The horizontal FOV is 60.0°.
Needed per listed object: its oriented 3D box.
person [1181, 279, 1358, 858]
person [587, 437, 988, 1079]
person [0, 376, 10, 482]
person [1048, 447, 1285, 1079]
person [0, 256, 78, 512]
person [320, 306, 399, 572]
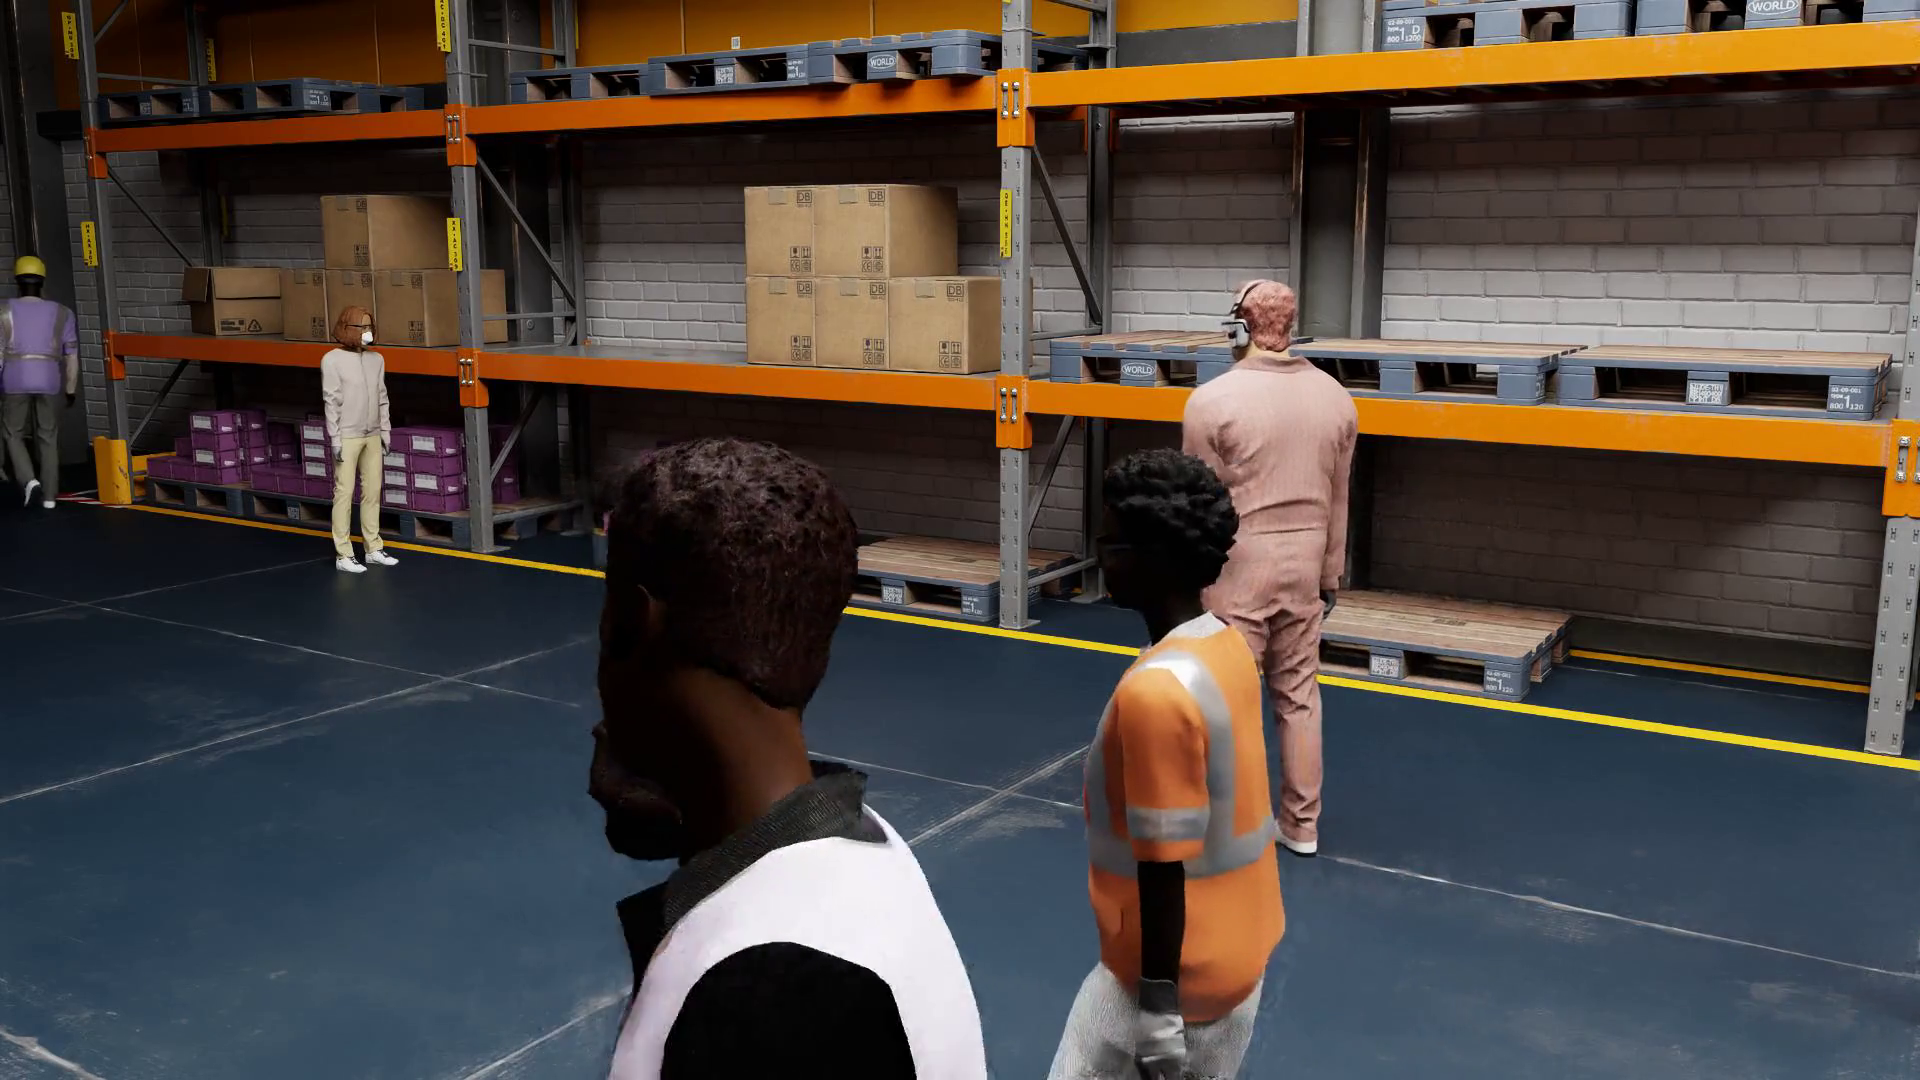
[{"bbox_3d":[0.957,0.113,5.401,0.644,1.900,0.399,-5,11,-26],"label":"person"},{"bbox_3d":[-0.094,0.867,1.309,0.367,1.875,0.719,-2,10,-9],"label":"person"},{"bbox_3d":[-8.254,-1.386,13.844,0.574,1.879,0.429,-6,12,-28],"label":"person"},{"bbox_3d":[0.345,0.687,2.793,0.377,1.680,0.559,4,11,22],"label":"person"},{"bbox_3d":[-6.836,-1.134,12.286,0.643,1.903,0.768,-8,13,-38],"label":"person"},{"bbox_3d":[-3.695,-0.620,10.221,0.277,1.629,0.497,5,11,26],"label":"person"}]
